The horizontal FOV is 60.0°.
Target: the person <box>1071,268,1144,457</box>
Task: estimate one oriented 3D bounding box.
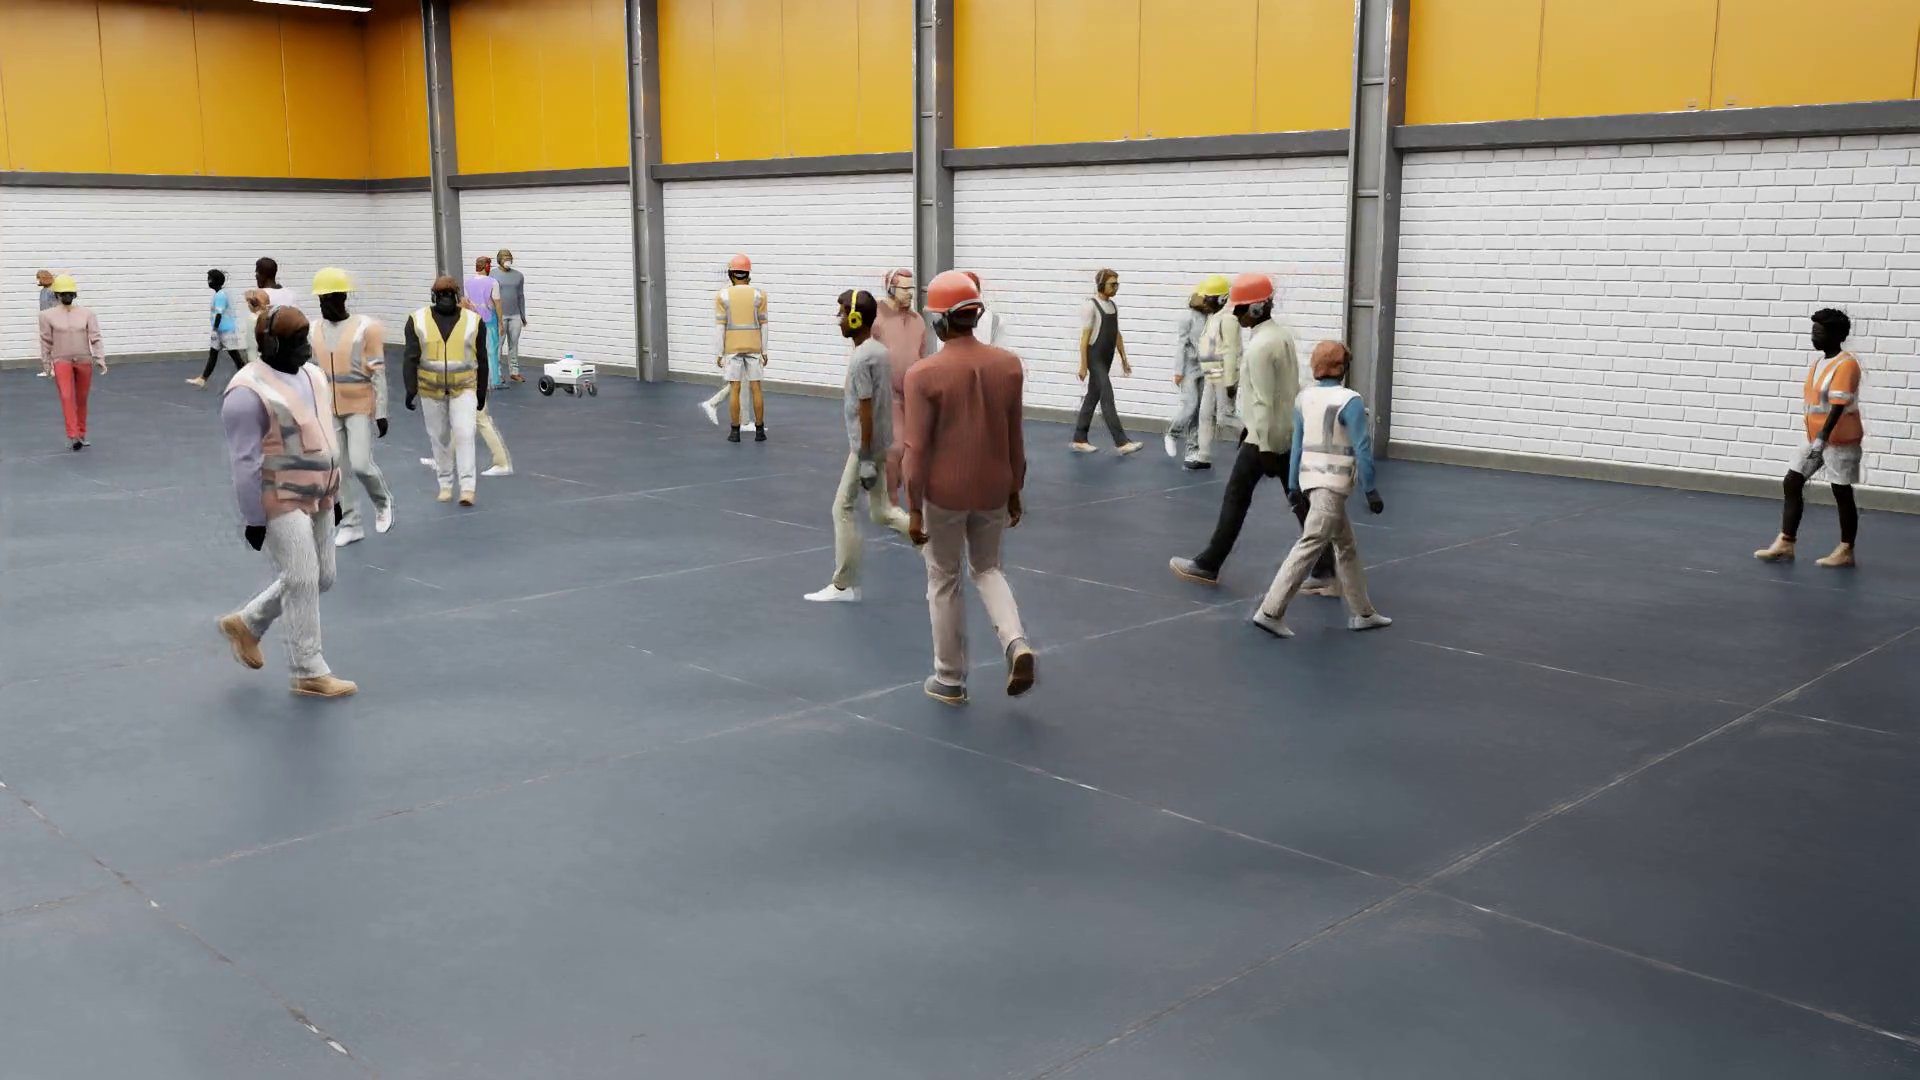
[{"bbox_3d":[1.458,-1.713,16.118,0.920,1.801,0.528,7,13,34],"label":"person"}]

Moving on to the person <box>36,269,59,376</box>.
[{"bbox_3d":[-13.788,-3.307,25.341,0.501,1.622,0.573,8,13,39],"label":"person"}]

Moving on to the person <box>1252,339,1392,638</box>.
[{"bbox_3d":[1.936,-0.271,8.870,0.853,1.584,0.536,-3,11,-18],"label":"person"}]

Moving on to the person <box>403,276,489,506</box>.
[{"bbox_3d":[-4.049,-1.158,13.118,0.640,1.802,0.899,-2,11,-13],"label":"person"}]

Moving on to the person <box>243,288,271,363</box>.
[{"bbox_3d":[-6.692,-1.635,16.188,0.541,1.620,0.539,1,10,4],"label":"person"}]

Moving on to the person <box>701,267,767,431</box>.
[{"bbox_3d":[-2.459,-2.087,18.054,0.637,1.851,0.525,-1,10,-5],"label":"person"}]

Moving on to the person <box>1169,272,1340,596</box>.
[{"bbox_3d":[1.799,-0.620,9.872,1.075,1.920,0.623,7,13,35],"label":"person"}]

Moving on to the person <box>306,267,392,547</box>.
[{"bbox_3d":[-4.214,-0.912,11.458,0.602,1.913,0.495,2,11,12],"label":"person"}]

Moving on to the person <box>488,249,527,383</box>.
[{"bbox_3d":[-6.585,-3.246,24.127,0.635,1.936,0.355,-10,14,-42],"label":"person"}]

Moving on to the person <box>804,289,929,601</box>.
[{"bbox_3d":[-0.457,-0.525,9.599,0.850,1.839,0.559,2,11,12],"label":"person"}]

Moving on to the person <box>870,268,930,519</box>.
[{"bbox_3d":[-0.445,-1.043,12.247,0.544,1.888,0.674,9,14,41],"label":"person"}]

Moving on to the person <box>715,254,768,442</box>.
[{"bbox_3d":[-2.253,-1.980,17.222,0.545,1.939,0.373,-2,11,-10],"label":"person"}]

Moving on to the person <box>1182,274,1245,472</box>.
[{"bbox_3d":[2.433,-1.489,14.954,0.774,1.797,0.602,-1,10,-6],"label":"person"}]

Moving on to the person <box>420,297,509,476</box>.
[{"bbox_3d":[-4.425,-1.355,14.777,0.875,1.582,0.512,0,10,3],"label":"person"}]

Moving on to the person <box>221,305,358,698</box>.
[{"bbox_3d":[-3.163,-0.178,7.711,0.674,1.821,0.635,2,11,10],"label":"person"}]

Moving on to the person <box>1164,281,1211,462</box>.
[{"bbox_3d":[2.213,-1.582,15.626,0.519,1.718,0.430,-8,13,-36],"label":"person"}]

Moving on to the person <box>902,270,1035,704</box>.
[{"bbox_3d":[0.048,-0.207,7.440,0.631,1.977,0.586,-6,12,-28],"label":"person"}]

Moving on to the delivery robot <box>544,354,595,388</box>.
[{"bbox_3d":[-5.193,-2.234,22.126,0.707,0.478,0.477,7,13,34],"label":"delivery robot"}]

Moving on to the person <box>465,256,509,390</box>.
[{"bbox_3d":[-6.573,-2.997,23.021,0.567,1.845,0.389,4,11,21],"label":"person"}]

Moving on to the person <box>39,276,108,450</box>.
[{"bbox_3d":[-8.819,-1.756,16.573,0.538,1.723,0.884,-8,13,-38],"label":"person"}]

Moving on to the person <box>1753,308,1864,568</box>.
[{"bbox_3d":[5.466,-0.636,10.638,0.709,1.666,0.539,0,10,-1],"label":"person"}]

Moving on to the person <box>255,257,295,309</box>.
[{"bbox_3d":[-7.044,-1.956,17.166,0.520,1.908,0.609,2,11,9],"label":"person"}]

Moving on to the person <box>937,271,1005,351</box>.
[{"bbox_3d":[0.138,-1.179,13.073,0.588,1.863,0.766,-6,12,-31],"label":"person"}]

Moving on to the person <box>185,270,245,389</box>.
[{"bbox_3d":[-10.217,-2.870,22.818,0.847,1.649,0.557,-5,12,-26],"label":"person"}]
